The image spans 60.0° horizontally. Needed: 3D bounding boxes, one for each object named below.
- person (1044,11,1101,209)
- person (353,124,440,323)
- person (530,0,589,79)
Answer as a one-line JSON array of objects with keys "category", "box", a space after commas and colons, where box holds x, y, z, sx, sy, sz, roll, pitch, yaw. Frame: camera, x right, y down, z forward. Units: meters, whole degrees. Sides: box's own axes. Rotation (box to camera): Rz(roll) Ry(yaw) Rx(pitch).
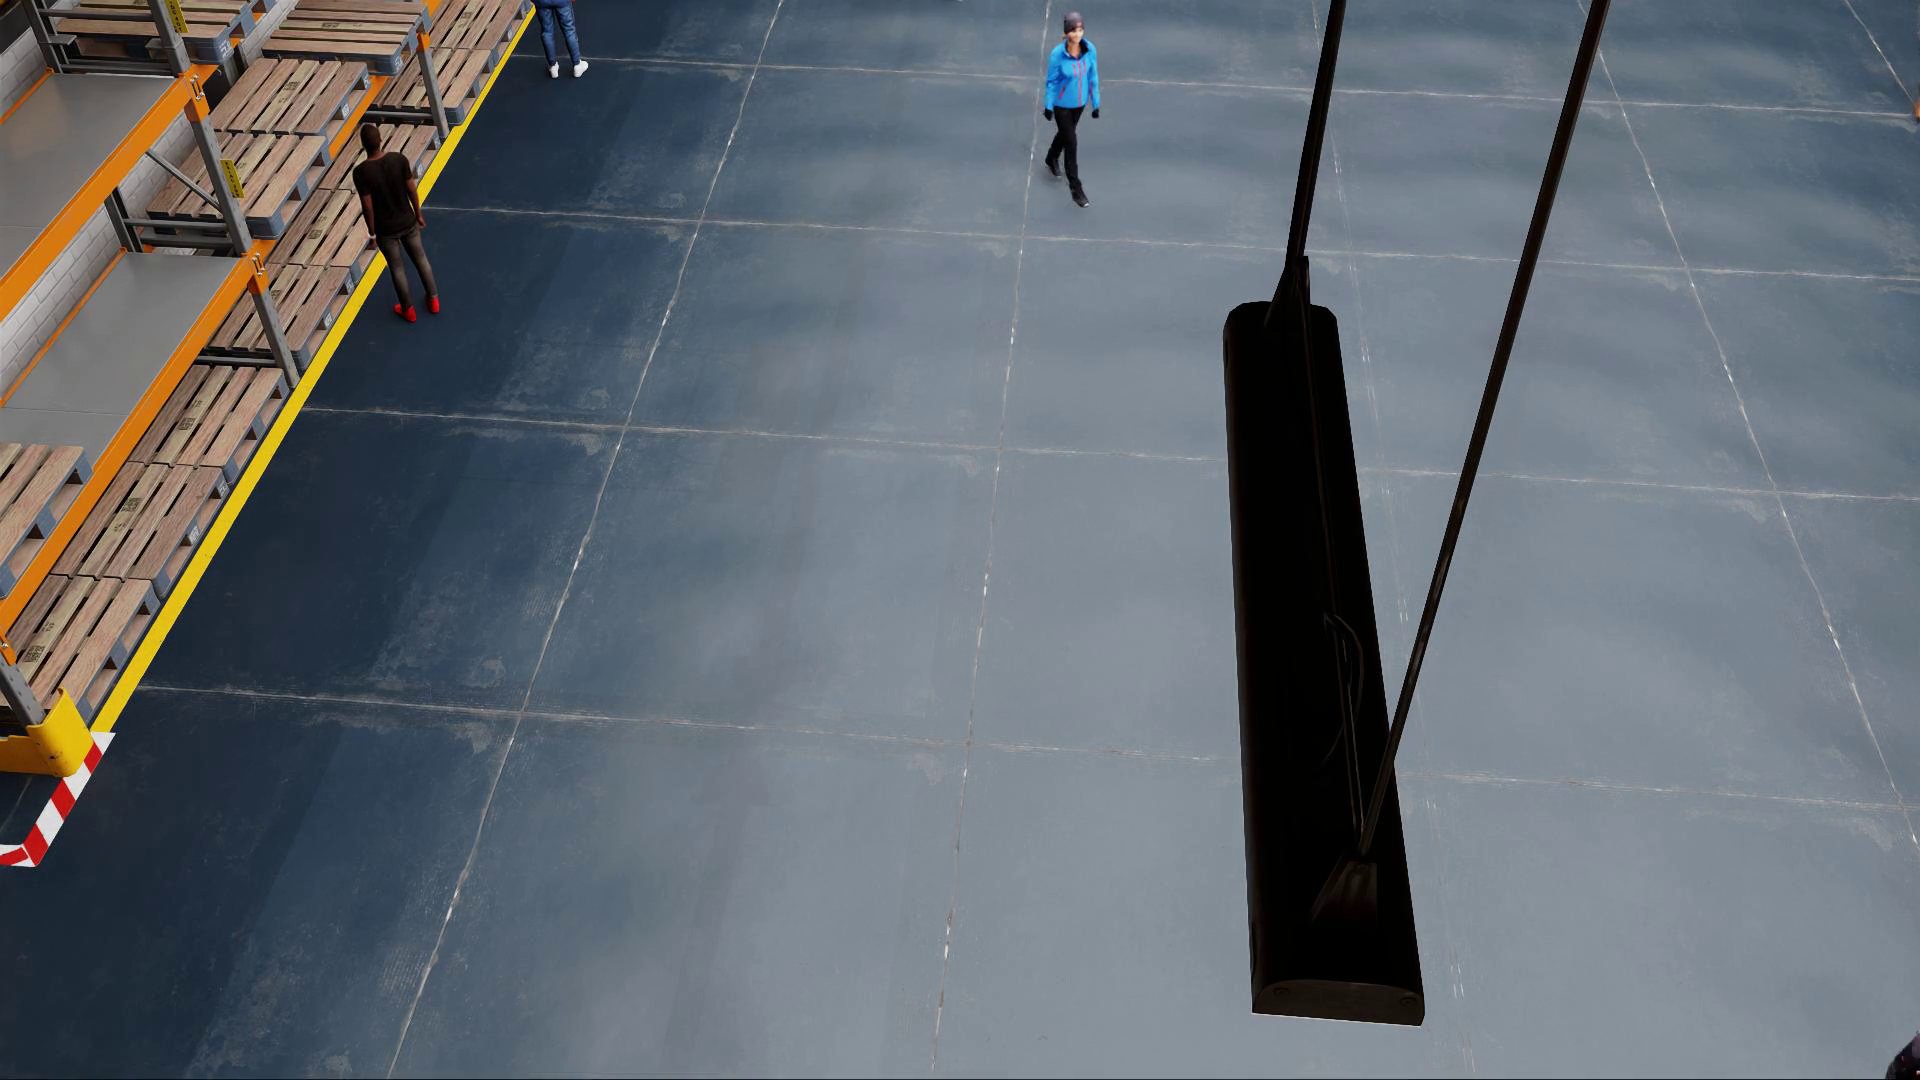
[{"category": "person", "box": [0.977, -4.020, 15.291, 0.993, 1.746, 1.238, -16, 46, -16]}, {"category": "person", "box": [-4.684, -2.629, 13.789, 0.708, 1.805, 0.756, -28, 50, -26]}, {"category": "person", "box": [-4.154, -5.578, 16.881, 0.703, 1.810, 0.594, -1, 44, -2]}]
